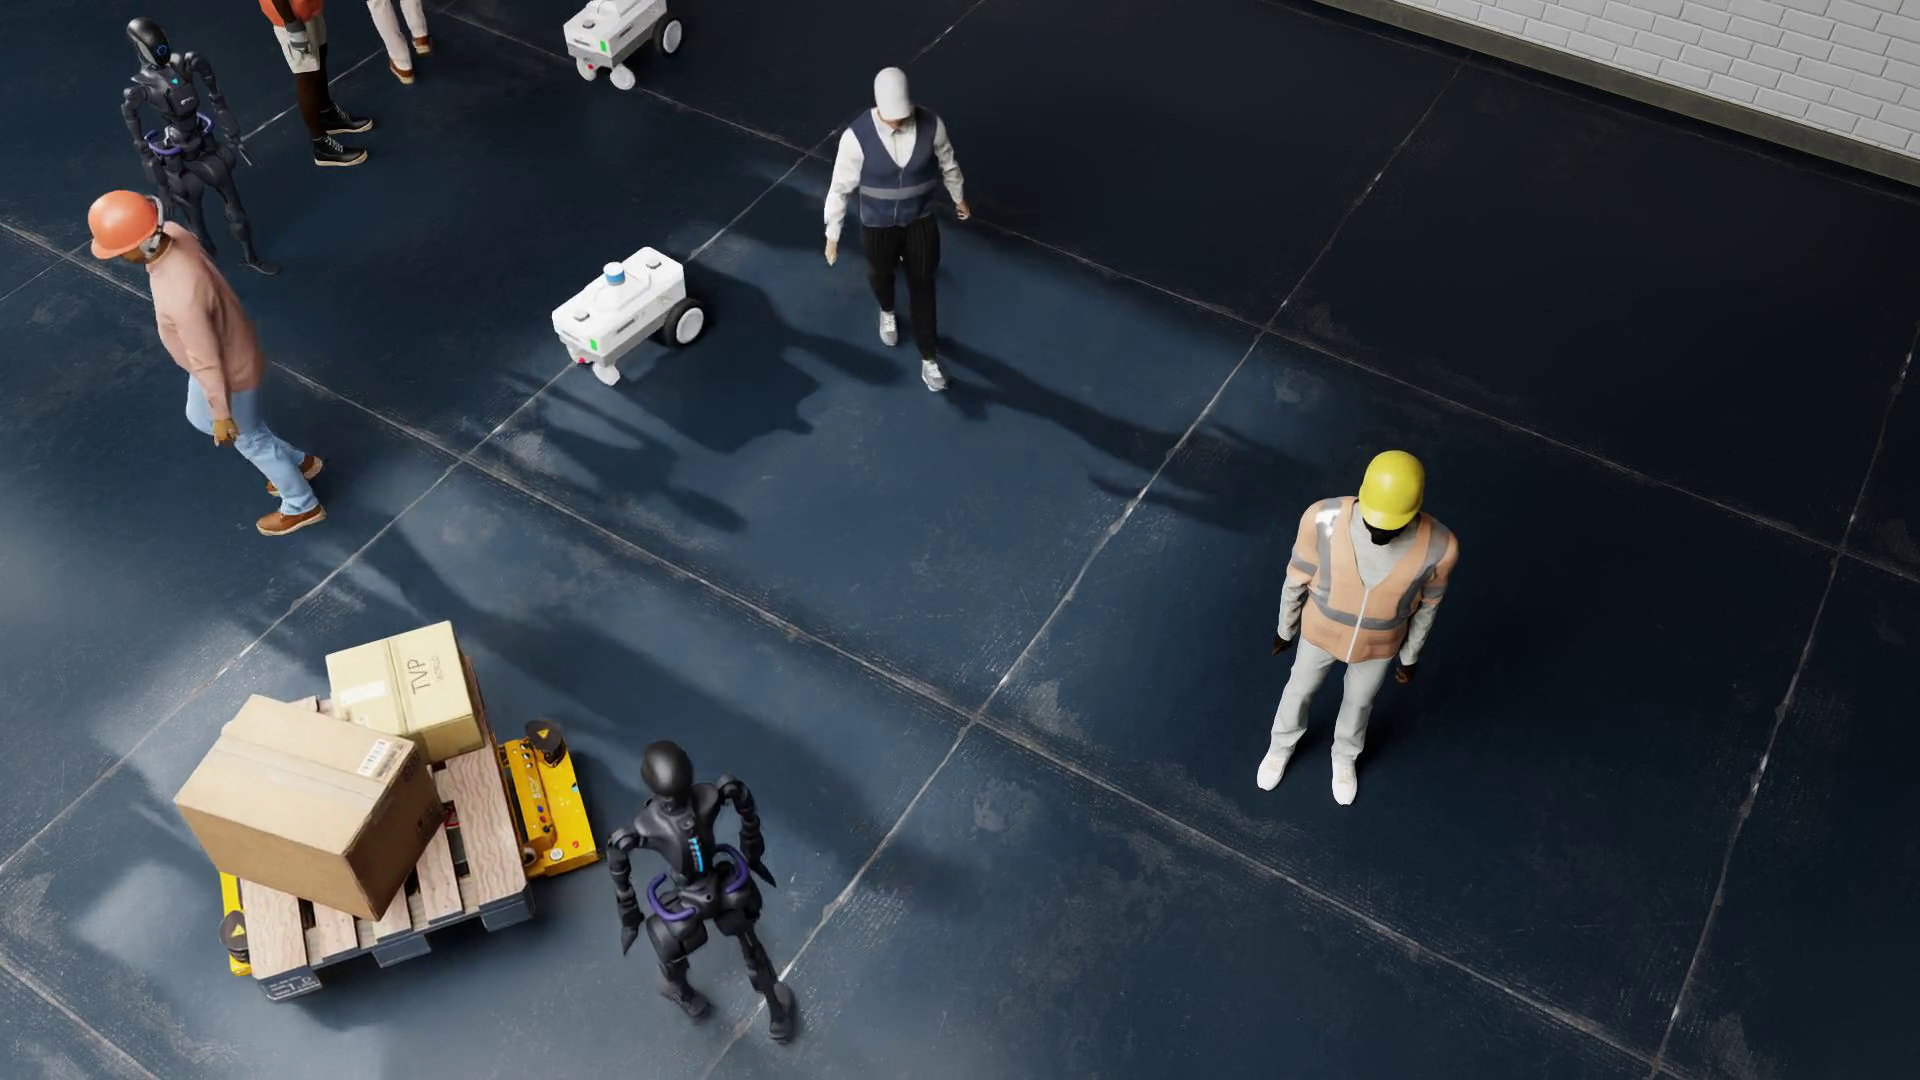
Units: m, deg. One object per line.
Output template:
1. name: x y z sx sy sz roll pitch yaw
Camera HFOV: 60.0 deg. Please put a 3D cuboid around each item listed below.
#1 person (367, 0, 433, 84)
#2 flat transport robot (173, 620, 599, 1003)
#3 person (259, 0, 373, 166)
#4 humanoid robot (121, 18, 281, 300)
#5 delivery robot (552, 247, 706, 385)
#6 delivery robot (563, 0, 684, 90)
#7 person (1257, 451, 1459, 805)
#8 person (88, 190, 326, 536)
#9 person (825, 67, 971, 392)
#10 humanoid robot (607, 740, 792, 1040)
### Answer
1. person: -3.551 -3.709 9.932 0.614 1.972 0.616 -23 53 -19
2. flat transport robot: -2.253 1.224 6.746 1.431 0.231 0.659 -17 51 -14
3. person: -3.720 -3.030 9.347 0.383 1.957 0.602 -5 49 -4
4. humanoid robot: -3.950 -1.961 8.592 0.326 1.650 0.598 25 53 20
5. delivery robot: -1.740 -1.199 8.682 0.507 0.608 0.779 30 55 24
6. delivery robot: -2.124 -3.229 10.458 0.521 0.609 0.781 22 52 18
7. person: 1.509 0.355 6.405 0.586 1.927 0.363 10 50 9
8. person: -3.302 -0.758 7.352 0.459 1.960 0.683 -19 51 -16
9. person: -0.287 -1.518 8.177 0.764 1.719 0.859 -9 49 -8
10. humanoid robot: -0.915 1.248 5.791 0.588 1.647 0.470 -27 54 -22
